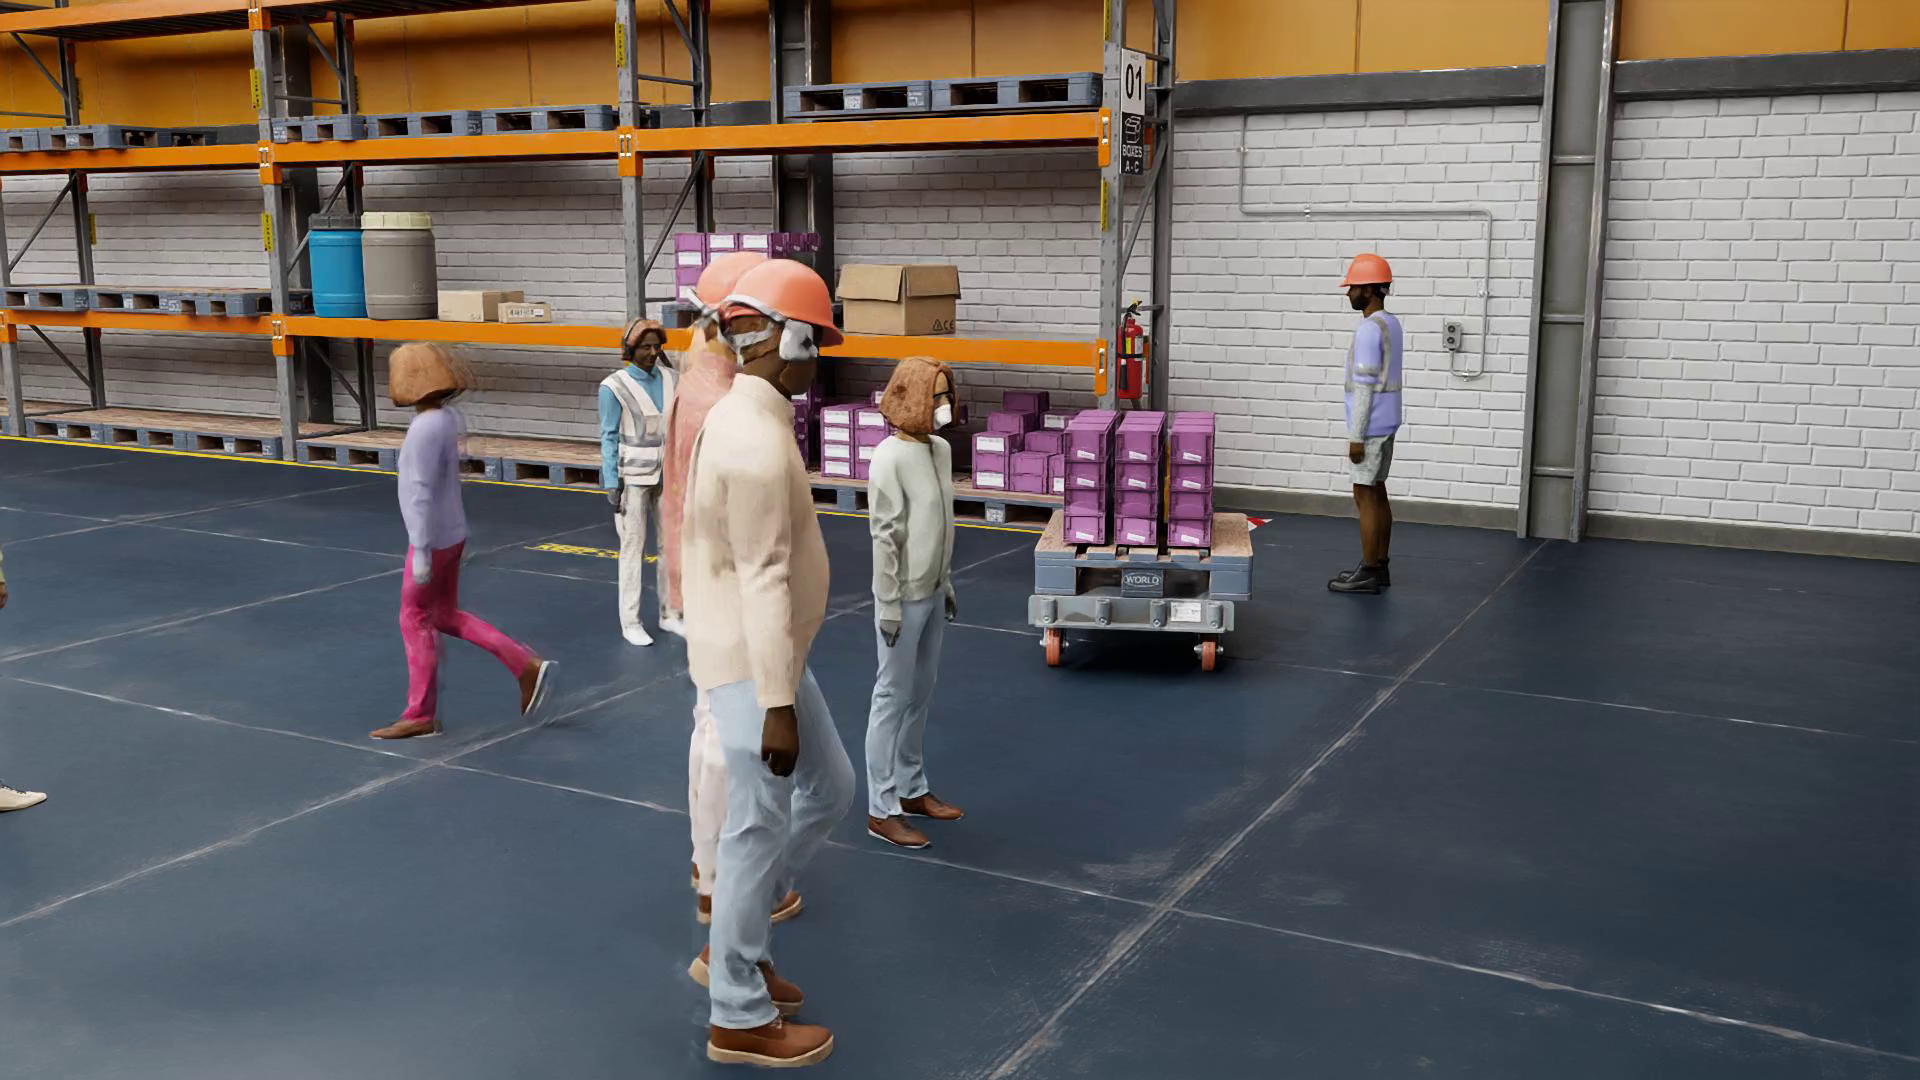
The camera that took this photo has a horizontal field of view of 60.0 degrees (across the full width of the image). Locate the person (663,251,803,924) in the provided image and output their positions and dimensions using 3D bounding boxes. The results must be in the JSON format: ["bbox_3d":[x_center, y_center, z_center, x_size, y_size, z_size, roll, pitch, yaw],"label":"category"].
[{"bbox_3d":[-0.664,0.150,4.919,0.403,1.982,0.628,-3,11,-16],"label":"person"}]

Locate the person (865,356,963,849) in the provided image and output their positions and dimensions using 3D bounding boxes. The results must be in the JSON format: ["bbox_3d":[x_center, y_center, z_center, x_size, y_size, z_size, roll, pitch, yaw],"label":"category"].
[{"bbox_3d":[-0.148,0.198,5.604,0.270,1.632,0.504,5,11,24],"label":"person"}]

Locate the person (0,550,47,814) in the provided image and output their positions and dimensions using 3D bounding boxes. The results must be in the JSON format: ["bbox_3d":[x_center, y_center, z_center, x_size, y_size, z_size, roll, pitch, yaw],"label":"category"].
[{"bbox_3d":[-3.536,0.094,5.804,0.525,1.772,0.307,4,11,23],"label":"person"}]

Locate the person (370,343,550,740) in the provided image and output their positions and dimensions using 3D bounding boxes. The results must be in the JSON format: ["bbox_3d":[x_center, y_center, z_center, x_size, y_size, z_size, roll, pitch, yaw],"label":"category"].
[{"bbox_3d":[-2.047,0.012,6.695,0.642,1.611,0.505,-1,10,-7],"label":"person"}]

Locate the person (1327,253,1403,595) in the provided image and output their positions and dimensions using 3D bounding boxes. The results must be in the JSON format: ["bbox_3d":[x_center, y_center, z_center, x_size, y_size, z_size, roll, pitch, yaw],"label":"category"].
[{"bbox_3d":[2.311,-0.653,9.469,0.378,1.931,0.545,6,12,28],"label":"person"}]

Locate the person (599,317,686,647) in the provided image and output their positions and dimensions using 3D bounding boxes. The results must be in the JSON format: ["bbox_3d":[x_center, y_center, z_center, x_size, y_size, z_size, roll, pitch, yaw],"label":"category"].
[{"bbox_3d":[-1.563,-0.290,8.287,0.319,1.628,0.536,9,14,40],"label":"person"}]

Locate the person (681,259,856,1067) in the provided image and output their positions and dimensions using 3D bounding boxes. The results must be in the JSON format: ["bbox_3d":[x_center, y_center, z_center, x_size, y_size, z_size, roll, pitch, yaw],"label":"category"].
[{"bbox_3d":[-0.459,0.308,4.082,0.448,1.963,0.675,-1,10,-8],"label":"person"}]
